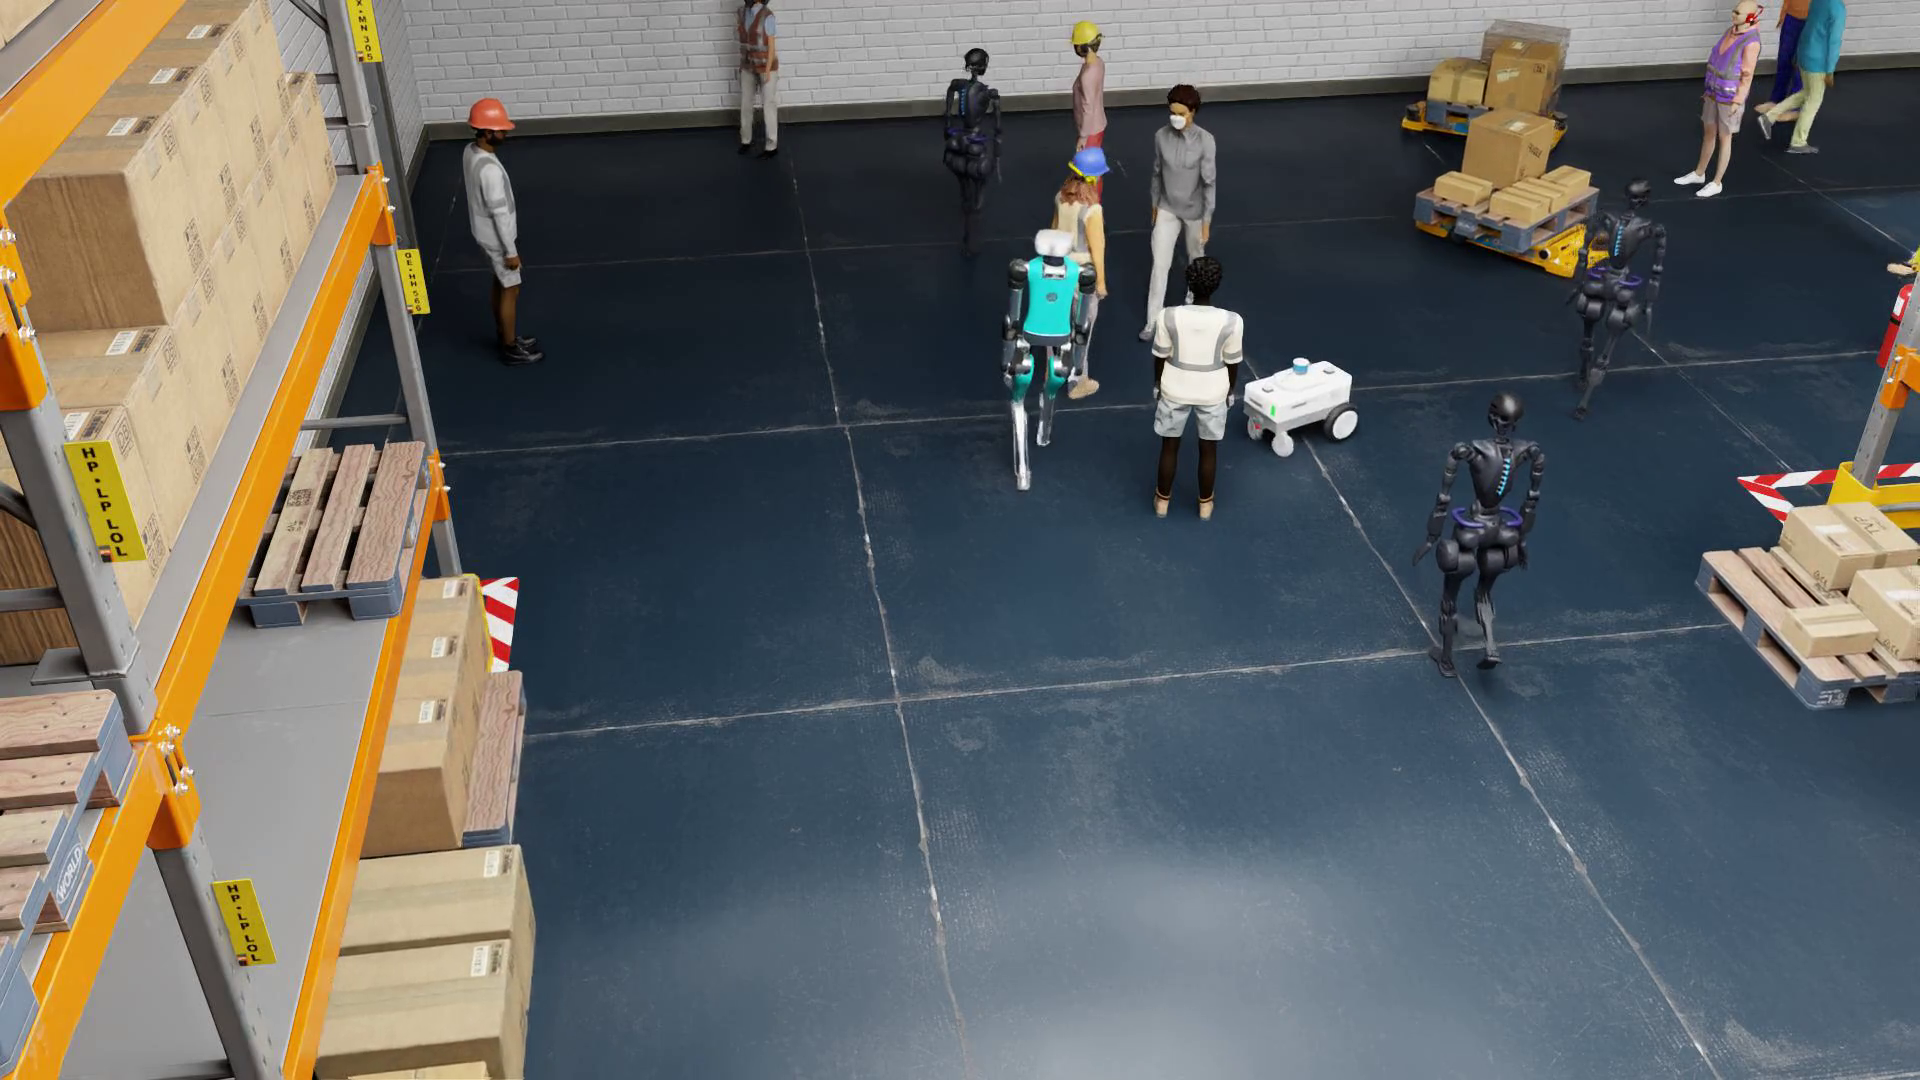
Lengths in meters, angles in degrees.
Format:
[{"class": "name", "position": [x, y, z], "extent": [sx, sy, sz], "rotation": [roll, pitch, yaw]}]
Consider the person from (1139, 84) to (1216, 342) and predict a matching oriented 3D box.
[{"class": "person", "position": [1.624, -2.428, 12.136], "extent": [0.542, 1.849, 0.931], "rotation": [14, 36, 20]}]

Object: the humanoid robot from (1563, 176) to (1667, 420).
[{"class": "humanoid robot", "position": [4.359, -1.652, 11.112], "extent": [0.602, 1.637, 0.692], "rotation": [24, 40, 32]}]

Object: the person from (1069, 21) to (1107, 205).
[{"class": "person", "position": [1.031, -3.366, 13.649], "extent": [0.334, 1.759, 0.524], "rotation": [8, 34, 12]}]

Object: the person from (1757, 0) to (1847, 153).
[{"class": "person", "position": [7.839, -4.420, 15.284], "extent": [0.501, 1.730, 0.587], "rotation": [3, 33, 4]}]

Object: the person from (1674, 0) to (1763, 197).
[{"class": "person", "position": [6.636, -3.834, 14.423], "extent": [0.347, 1.694, 0.480], "rotation": [-6, 34, -10]}]

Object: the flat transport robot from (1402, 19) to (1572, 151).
[{"class": "flat transport robot", "position": [5.065, -4.038, 16.040], "extent": [1.431, 0.231, 0.659], "rotation": [17, 37, 24]}]

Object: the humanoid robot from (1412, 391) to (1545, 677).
[{"class": "humanoid robot", "position": [2.671, 0.021, 8.539], "extent": [0.615, 1.645, 0.408], "rotation": [-4, 33, -6]}]

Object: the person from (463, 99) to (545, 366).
[{"class": "person", "position": [-3.196, -2.132, 11.611], "extent": [0.387, 1.923, 0.550], "rotation": [-16, 37, -23]}]

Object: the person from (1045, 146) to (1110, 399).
[{"class": "person", "position": [0.805, -1.813, 11.261], "extent": [0.339, 1.771, 0.501], "rotation": [-23, 39, -31]}]

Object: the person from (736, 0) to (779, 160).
[{"class": "person", "position": [-1.862, -4.318, 15.173], "extent": [0.475, 1.677, 0.343], "rotation": [18, 37, 25]}]

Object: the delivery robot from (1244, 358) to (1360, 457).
[{"class": "delivery robot", "position": [2.260, -0.910, 11.000], "extent": [0.783, 0.611, 0.525], "rotation": [-18, 37, -25]}]

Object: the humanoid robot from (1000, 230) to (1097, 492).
[{"class": "humanoid robot", "position": [0.514, -1.178, 10.376], "extent": [0.572, 1.838, 0.888], "rotation": [-1, 33, -1]}]

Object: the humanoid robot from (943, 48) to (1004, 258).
[{"class": "humanoid robot", "position": [0.104, -3.124, 13.361], "extent": [0.604, 1.646, 0.496], "rotation": [22, 39, 30]}]

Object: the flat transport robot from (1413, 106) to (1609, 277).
[{"class": "flat transport robot", "position": [4.571, -2.545, 13.753], "extent": [0.659, 0.231, 1.431], "rotation": [-28, 42, -36]}]

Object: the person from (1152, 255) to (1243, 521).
[{"class": "person", "position": [1.390, -0.882, 9.899], "extent": [0.533, 1.693, 0.320], "rotation": [6, 34, 9]}]

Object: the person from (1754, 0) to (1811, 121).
[{"class": "person", "position": [8.136, -5.067, 16.067], "extent": [0.404, 1.972, 0.516], "rotation": [-12, 35, -17]}]

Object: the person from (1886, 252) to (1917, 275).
[{"class": "person", "position": [7.888, -2.902, 12.867], "extent": [0.766, 1.846, 0.581], "rotation": [8, 34, 12]}]
